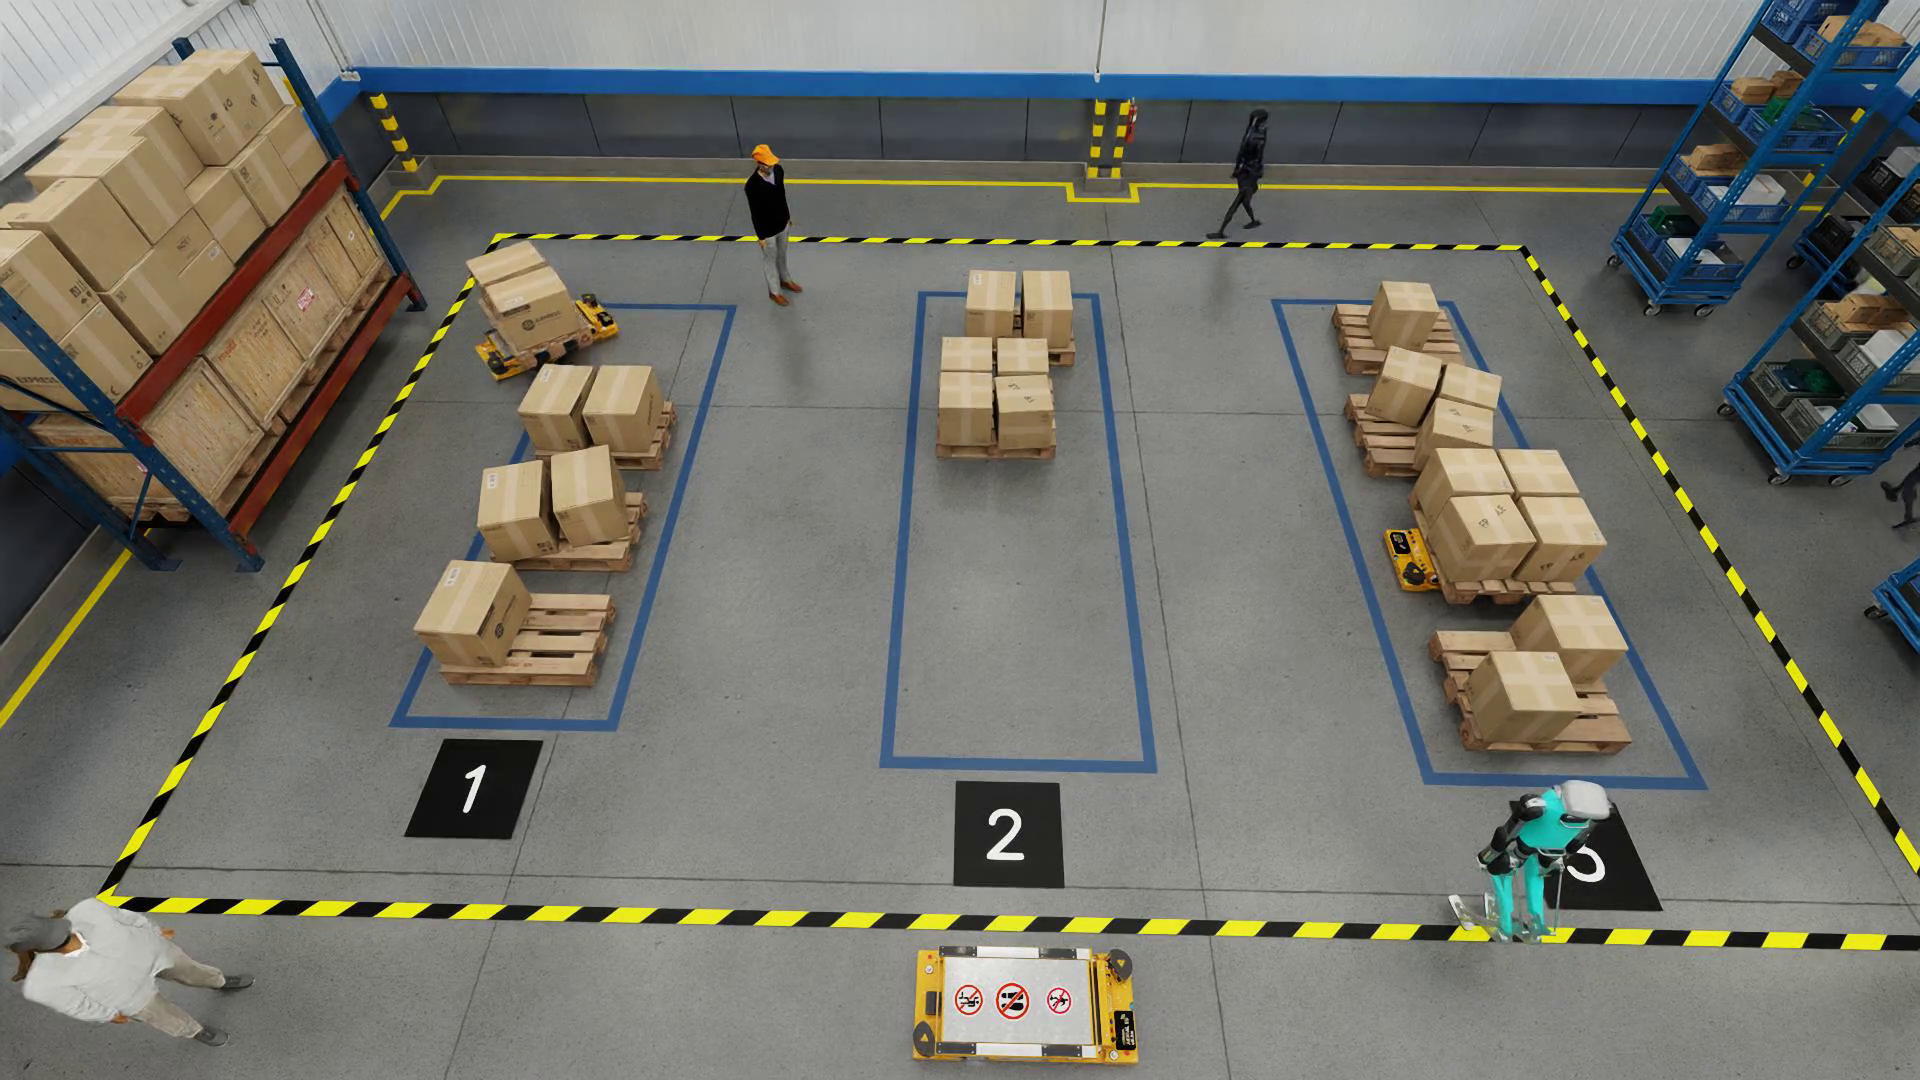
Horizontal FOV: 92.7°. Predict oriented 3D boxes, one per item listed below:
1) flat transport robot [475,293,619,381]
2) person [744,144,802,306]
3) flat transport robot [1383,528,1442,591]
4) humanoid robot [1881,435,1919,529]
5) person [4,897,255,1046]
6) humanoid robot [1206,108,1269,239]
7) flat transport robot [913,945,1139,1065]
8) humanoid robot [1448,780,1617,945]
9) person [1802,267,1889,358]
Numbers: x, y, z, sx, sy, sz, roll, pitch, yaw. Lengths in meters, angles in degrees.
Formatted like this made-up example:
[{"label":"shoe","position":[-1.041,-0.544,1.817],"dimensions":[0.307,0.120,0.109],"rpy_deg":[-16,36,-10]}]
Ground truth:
[{"label":"flat transport robot","position":[-4.682,-2.322,10.361],"dimensions":[1.431,0.197,0.652],"rpy_deg":[-31,57,-23]},{"label":"person","position":[-2.095,-3.553,10.340],"dimensions":[0.385,1.883,0.586],"rpy_deg":[24,55,19]},{"label":"flat transport robot","position":[4.689,0.155,8.342],"dimensions":[1.431,0.197,0.652],"rpy_deg":[1,51,1]},{"label":"humanoid robot","position":[9.044,-0.808,8.262],"dimensions":[0.602,1.642,0.720],"rpy_deg":[11,52,9]},{"label":"person","position":[-4.923,2.561,5.429],"dimensions":[0.401,1.767,0.574],"rpy_deg":[1,51,1]},{"label":"humanoid robot","position":[3.548,-4.494,11.272],"dimensions":[0.778,1.627,0.616],"rpy_deg":[-7,51,-6]},{"label":"flat transport robot","position":[0.422,3.041,6.007],"dimensions":[1.431,0.231,0.659],"rpy_deg":[1,51,1]},{"label":"humanoid robot","position":[3.578,2.143,5.704],"dimensions":[0.533,1.677,0.735],"rpy_deg":[1,51,1]},{"label":"person","position":[9.811,-2.708,9.685],"dimensions":[0.629,1.837,0.430],"rpy_deg":[11,52,9]}]
